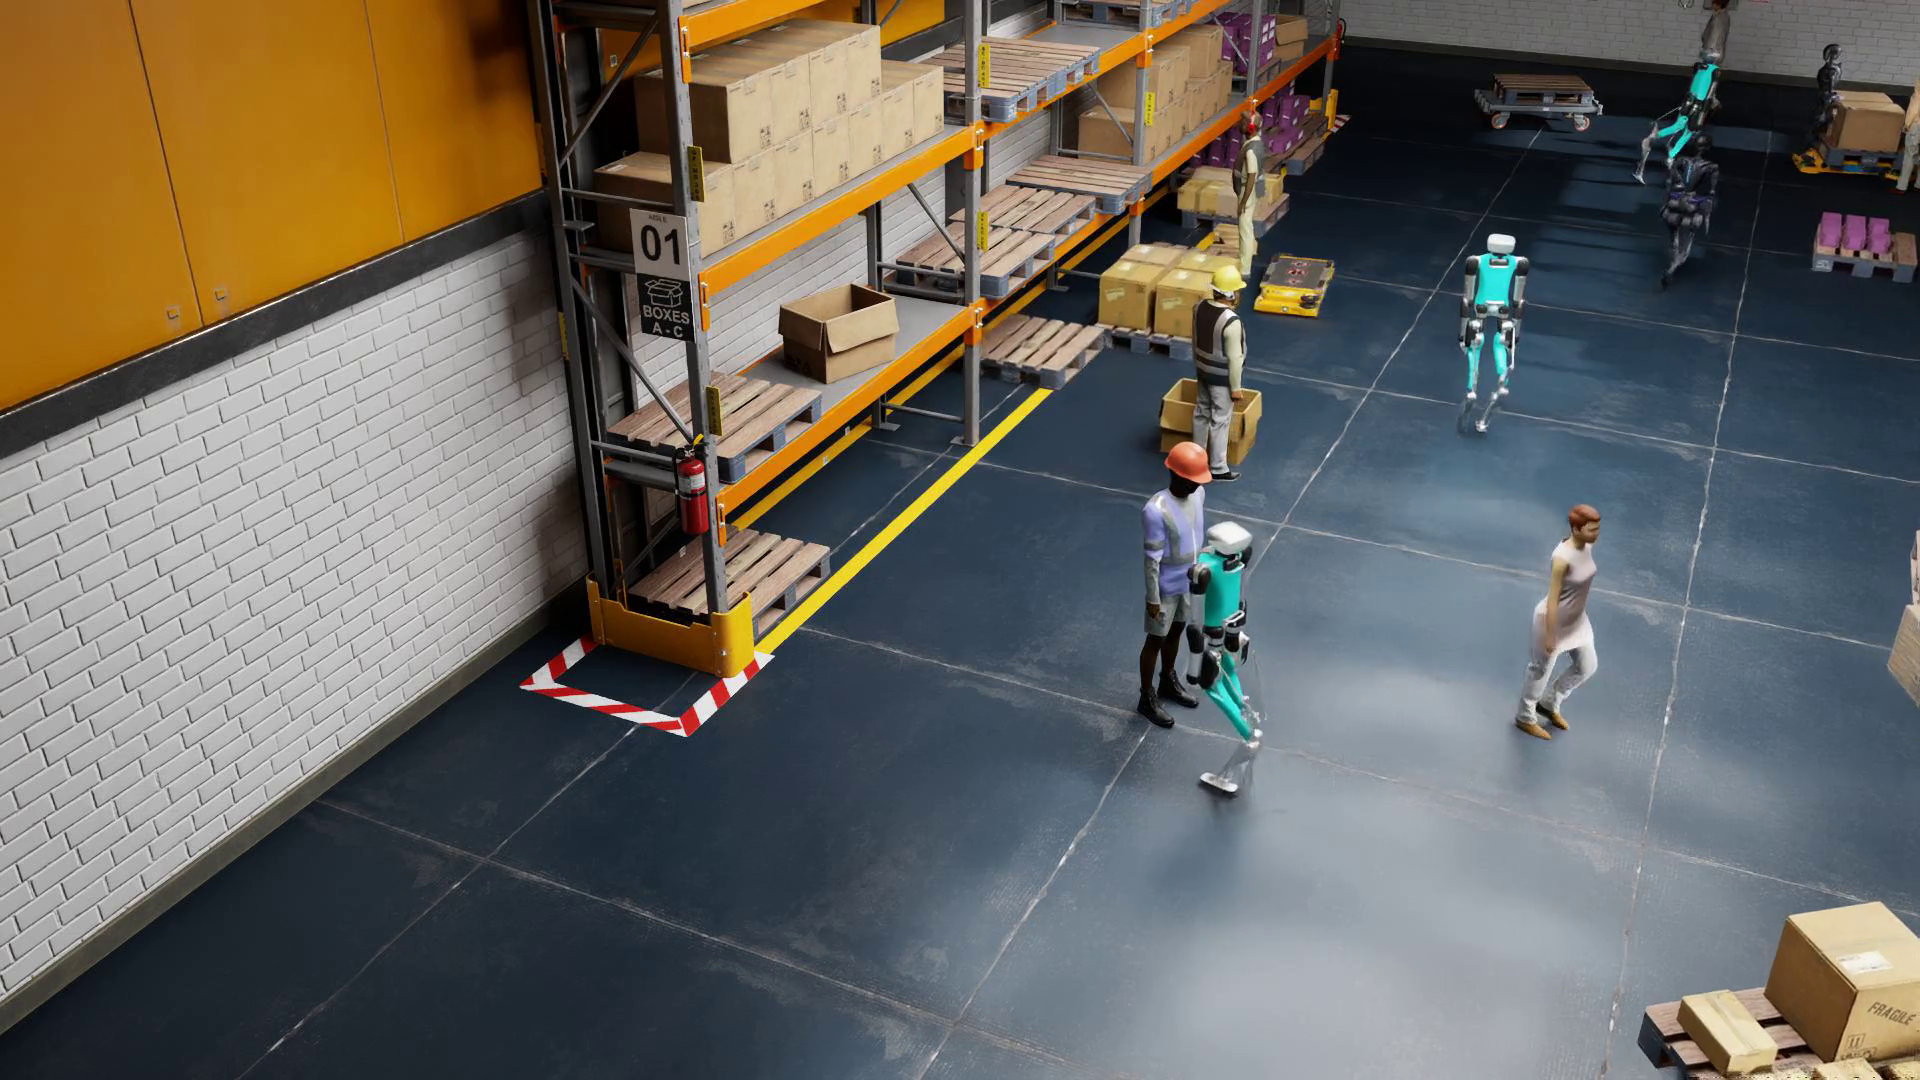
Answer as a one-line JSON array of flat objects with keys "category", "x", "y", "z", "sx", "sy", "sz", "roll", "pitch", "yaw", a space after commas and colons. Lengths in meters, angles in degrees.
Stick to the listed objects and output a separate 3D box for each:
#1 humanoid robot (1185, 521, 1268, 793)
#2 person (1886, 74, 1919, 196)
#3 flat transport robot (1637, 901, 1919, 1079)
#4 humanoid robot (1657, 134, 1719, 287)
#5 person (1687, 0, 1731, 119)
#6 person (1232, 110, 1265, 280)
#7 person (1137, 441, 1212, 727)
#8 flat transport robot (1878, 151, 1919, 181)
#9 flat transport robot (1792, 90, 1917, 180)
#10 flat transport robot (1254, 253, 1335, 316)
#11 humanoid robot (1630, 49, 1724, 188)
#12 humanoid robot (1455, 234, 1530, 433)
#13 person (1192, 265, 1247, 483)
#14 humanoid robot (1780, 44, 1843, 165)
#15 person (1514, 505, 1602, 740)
[{"category": "humanoid robot", "x": 1.650, "y": 0.823, "z": 9.764, "sx": 0.691, "sy": 1.900, "sz": 0.541, "roll": 23, "pitch": 36, "yaw": 36}, {"category": "person", "x": 12.057, "y": -5.252, "z": 20.791, "sx": 0.554, "sy": 1.867, "sz": 0.392, "roll": -8, "pitch": 29, "yaw": -15}, {"category": "flat transport robot", "x": 3.965, "y": 2.731, "z": 7.665, "sx": 0.659, "sy": 0.231, "sz": 1.431, "roll": -6, "pitch": 29, "yaw": -10}, {"category": "humanoid robot", "x": 7.717, "y": -3.521, "z": 17.798, "sx": 0.611, "sy": 1.638, "sz": 0.586, "roll": -25, "pitch": 37, "yaw": -38}, {"category": "person", "x": 10.852, "y": -6.959, "z": 24.000, "sx": 0.481, "sy": 1.816, "sz": 0.527, "roll": 17, "pitch": 33, "yaw": 29}, {"category": "person", "x": 3.100, "y": -3.724, "z": 17.969, "sx": 0.390, "sy": 1.850, "sz": 0.565, "roll": 4, "pitch": 29, "yaw": 8}, {"category": "person", "x": 1.362, "y": 0.261, "z": 10.495, "sx": 0.361, "sy": 1.932, "sz": 0.542, "roll": 23, "pitch": 36, "yaw": 36}, {"category": "flat transport robot", "x": 12.679, "y": -4.945, "z": 21.897, "sx": 1.431, "sy": 0.231, "sz": 0.659, "roll": -8, "pitch": 29, "yaw": -14}, {"category": "flat transport robot", "x": 11.821, "y": -4.971, "z": 21.945, "sx": 1.431, "sy": 0.231, "sz": 0.659, "roll": 7, "pitch": 29, "yaw": 13}, {"category": "flat transport robot", "x": 3.595, "y": -2.738, "z": 17.805, "sx": 0.659, "sy": 0.231, "sz": 1.431, "roll": 9, "pitch": 30, "yaw": 16}, {"category": "humanoid robot", "x": 8.960, "y": -5.277, "z": 20.991, "sx": 1.016, "sy": 1.759, "sz": 0.543, "roll": -4, "pitch": 29, "yaw": -7}, {"category": "humanoid robot", "x": 4.564, "y": -1.656, "z": 14.300, "sx": 0.539, "sy": 1.822, "sz": 0.737, "roll": 4, "pitch": 29, "yaw": 7}, {"category": "person", "x": 2.124, "y": -1.362, "z": 13.605, "sx": 0.403, "sy": 1.834, "sz": 0.588, "roll": -14, "pitch": 31, "yaw": -24}, {"category": "humanoid robot", "x": 11.407, "y": -5.694, "z": 21.883, "sx": 0.809, "sy": 1.627, "sz": 0.602, "roll": 8, "pitch": 29, "yaw": 15}, {"category": "person", "x": 3.747, "y": 0.526, "z": 10.290, "sx": 0.489, "sy": 1.643, "sz": 0.441, "roll": -24, "pitch": 36, "yaw": -37}]
